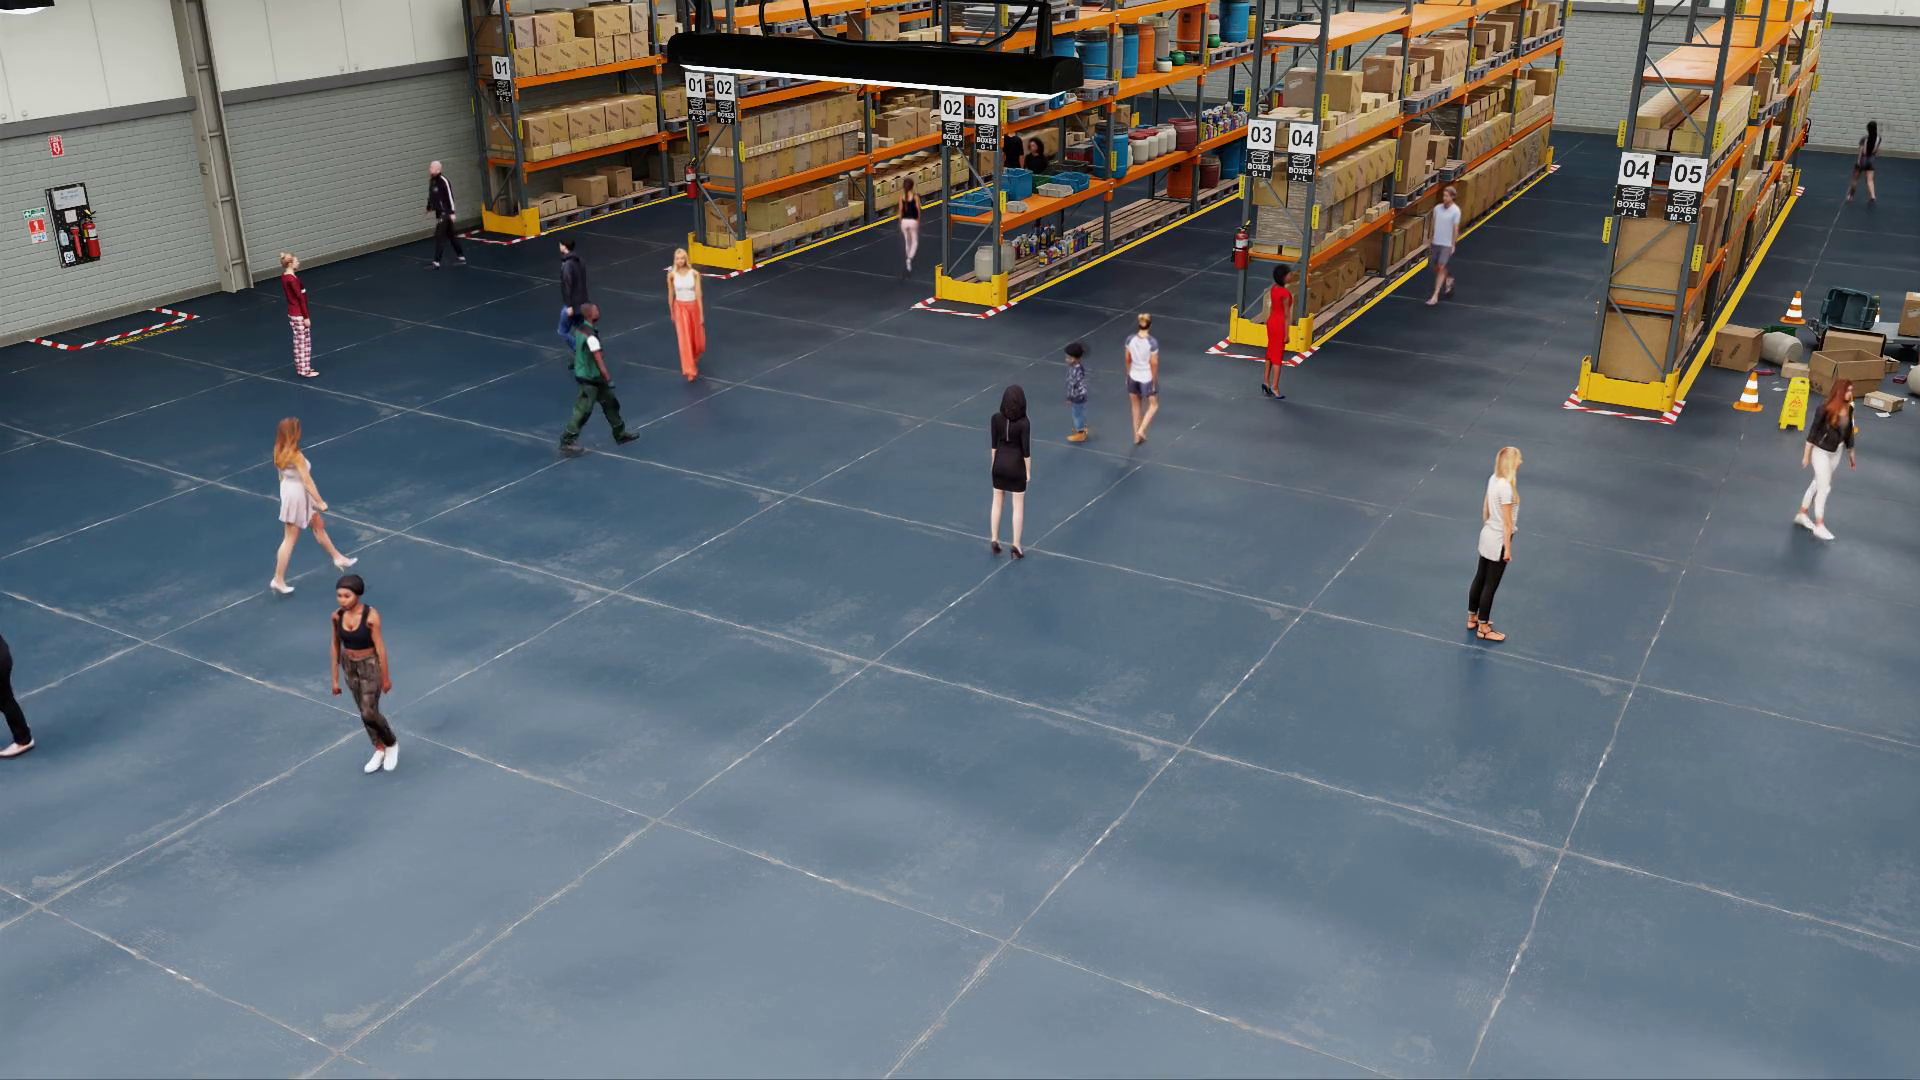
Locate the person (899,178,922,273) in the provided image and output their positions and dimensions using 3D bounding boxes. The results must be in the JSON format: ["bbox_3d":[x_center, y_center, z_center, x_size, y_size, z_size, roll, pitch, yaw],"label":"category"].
[{"bbox_3d":[-0.833,-5.286,27.953,0.670,1.543,1.016,6,24,13],"label":"person"}]

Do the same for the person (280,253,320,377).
[{"bbox_3d":[-8.967,-3.065,22.529,0.623,1.699,0.685,-19,29,-37],"label":"person"}]

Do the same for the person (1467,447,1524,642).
[{"bbox_3d":[4.865,0.012,15.132,0.756,1.825,0.661,-2,23,-6],"label":"person"}]

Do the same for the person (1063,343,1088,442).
[{"bbox_3d":[1.431,-1.788,20.119,0.694,1.236,0.578,9,25,19],"label":"person"}]

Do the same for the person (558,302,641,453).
[{"bbox_3d":[-4.422,-1.860,19.583,1.307,1.788,1.172,-9,25,-20],"label":"person"}]

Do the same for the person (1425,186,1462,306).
[{"bbox_3d":[7.616,-4.626,26.064,1.174,1.807,0.922,-17,28,-35],"label":"person"}]

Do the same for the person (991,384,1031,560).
[{"bbox_3d":[0.492,-0.687,16.808,0.584,1.801,0.513,11,25,24],"label":"person"}]

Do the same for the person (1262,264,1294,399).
[{"bbox_3d":[4.141,-2.727,21.677,0.693,1.744,0.636,-7,24,-15],"label":"person"}]

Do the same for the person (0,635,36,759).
[{"bbox_3d":[-7.615,0.976,13.157,0.734,1.597,0.792,18,29,36],"label":"person"}]

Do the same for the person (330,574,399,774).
[{"bbox_3d":[-4.599,1.000,12.981,0.642,1.691,0.661,7,24,16],"label":"person"}]

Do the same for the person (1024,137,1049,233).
[{"bbox_3d":[1.421,-6.434,30.297,0.655,1.820,0.767,11,25,24],"label":"person"}]

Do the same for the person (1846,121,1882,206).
[{"bbox_3d":[17.978,-7.432,32.900,0.937,1.621,1.107,0,23,0],"label":"person"}]

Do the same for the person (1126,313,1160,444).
[{"bbox_3d":[2.156,-1.890,19.883,0.580,1.609,0.657,12,26,25],"label":"person"}]

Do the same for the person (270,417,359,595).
[{"bbox_3d":[-6.435,-0.275,15.946,1.185,1.717,0.788,-20,30,-39],"label":"person"}]

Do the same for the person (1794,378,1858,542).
[{"bbox_3d":[9.044,-0.906,17.474,0.923,1.683,0.956,-8,24,-19],"label":"person"}]

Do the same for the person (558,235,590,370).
[{"bbox_3d":[-5.150,-3.191,22.601,0.818,1.875,0.660,6,24,14],"label":"person"}]

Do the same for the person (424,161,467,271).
[{"bbox_3d":[-8.636,-5.493,28.115,1.173,1.796,0.917,-18,29,-37],"label":"person"}]

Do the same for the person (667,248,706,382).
[{"bbox_3d":[-3.667,-3.072,22.447,1.004,1.777,1.116,-3,23,-8],"label":"person"}]
